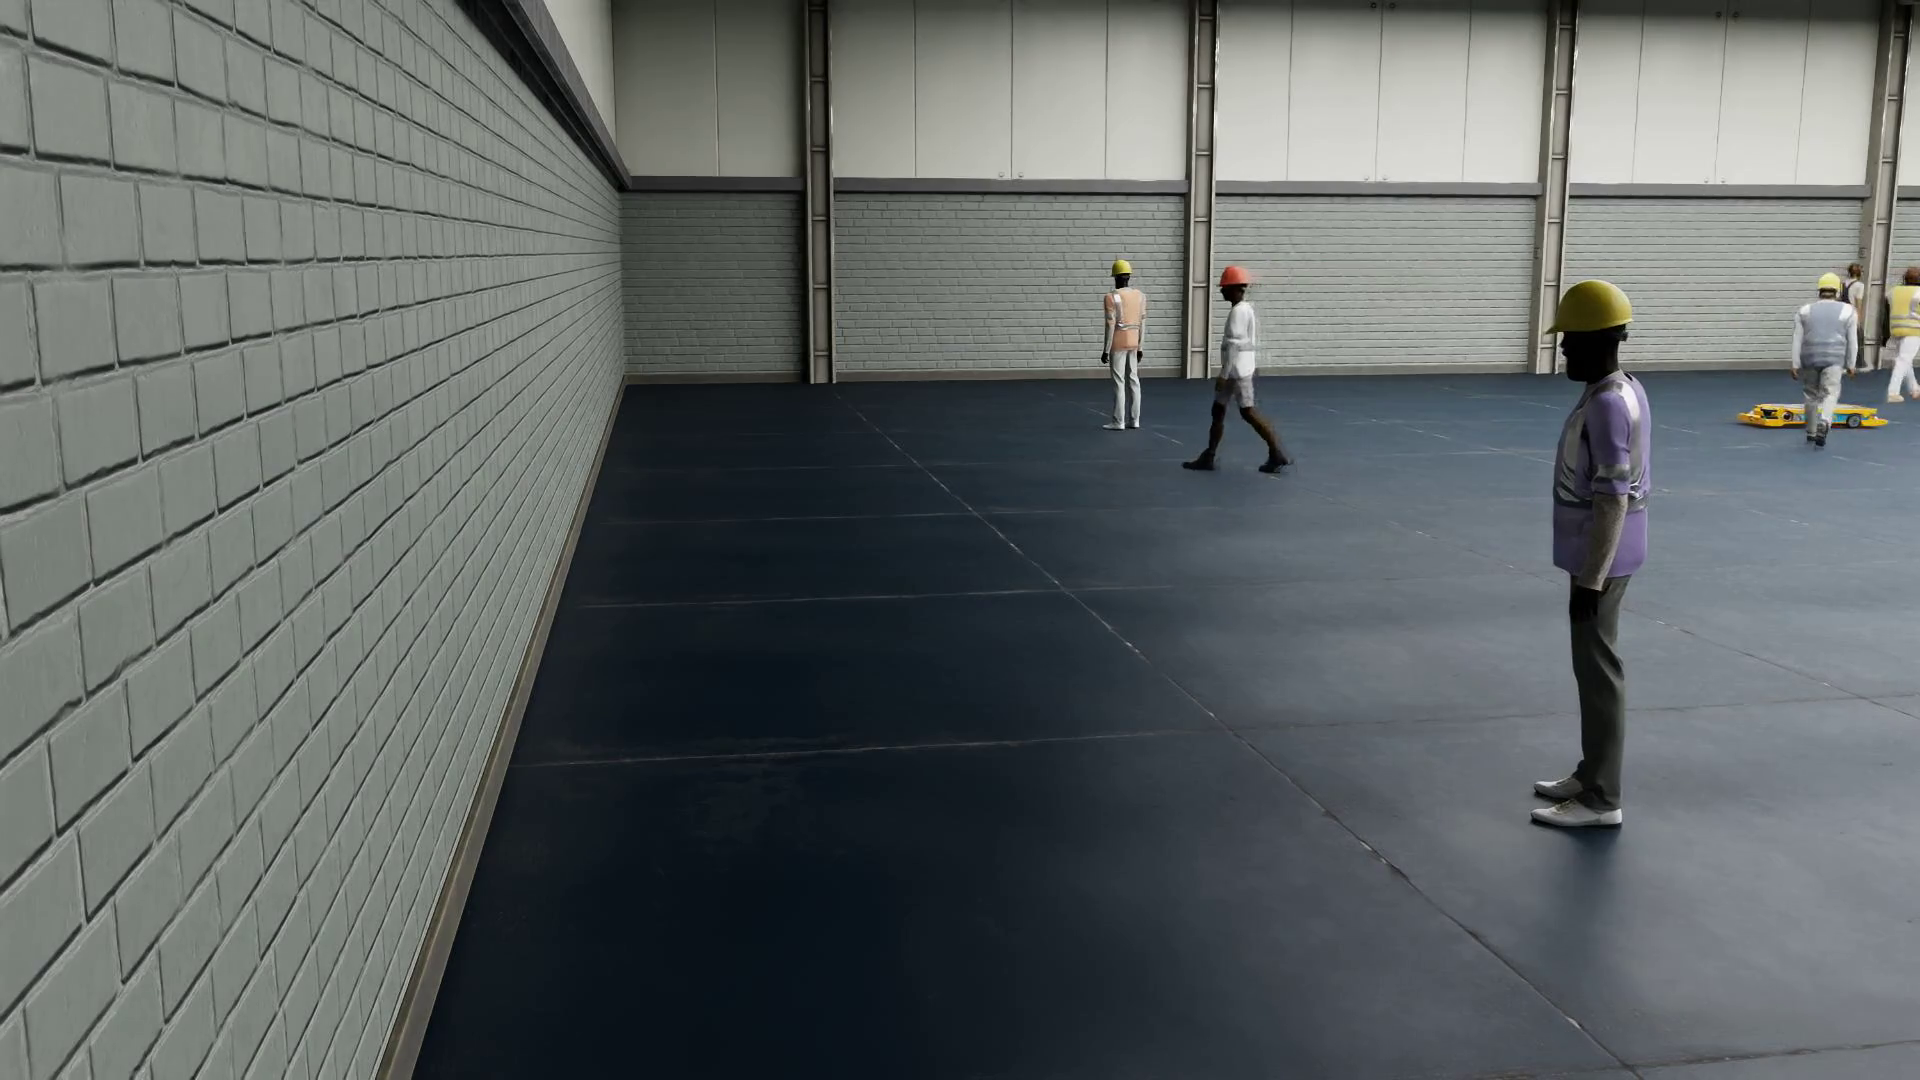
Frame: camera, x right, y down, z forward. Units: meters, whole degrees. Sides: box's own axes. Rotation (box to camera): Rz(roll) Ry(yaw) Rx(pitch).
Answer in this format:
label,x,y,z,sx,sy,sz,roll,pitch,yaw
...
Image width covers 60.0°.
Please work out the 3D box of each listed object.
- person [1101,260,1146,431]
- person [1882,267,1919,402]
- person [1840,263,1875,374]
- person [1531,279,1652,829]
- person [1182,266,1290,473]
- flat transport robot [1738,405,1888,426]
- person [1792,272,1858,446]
label,x,y,z,sx,sy,sz,roll,pitch,yaw
person,1.835,-2.203,18.857,0.594,1.922,0.377,-7,12,-36
person,12.869,-2.762,22.442,0.926,1.795,0.654,-4,11,-22
person,14.816,-3.645,27.468,0.838,1.814,0.547,-3,10,-14
person,2.214,0.056,5.856,0.381,1.923,0.592,4,11,22
person,2.584,-1.552,15.213,0.963,1.904,0.555,1,10,8
flat transport robot,9.897,-1.455,19.309,1.431,0.197,0.652,0,10,-1
person,8.933,-1.859,17.219,0.603,1.813,0.759,6,12,32
